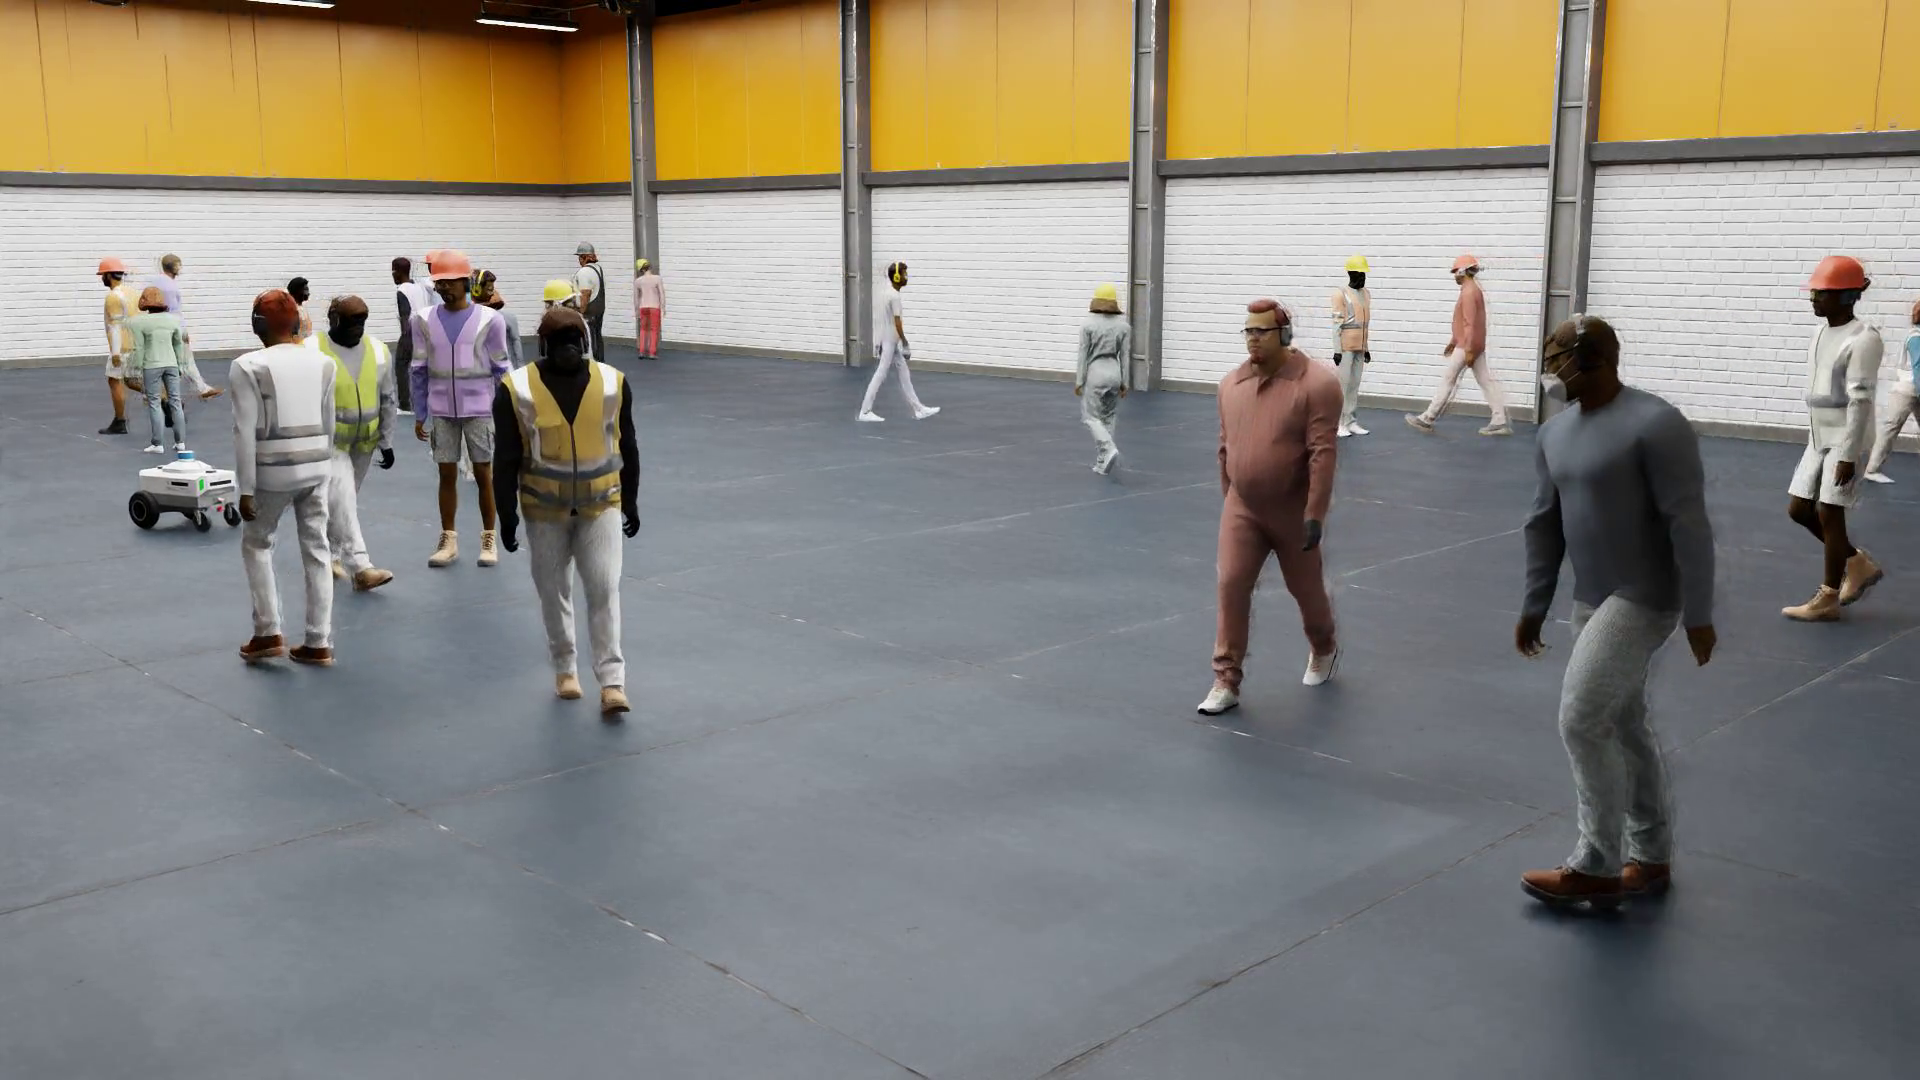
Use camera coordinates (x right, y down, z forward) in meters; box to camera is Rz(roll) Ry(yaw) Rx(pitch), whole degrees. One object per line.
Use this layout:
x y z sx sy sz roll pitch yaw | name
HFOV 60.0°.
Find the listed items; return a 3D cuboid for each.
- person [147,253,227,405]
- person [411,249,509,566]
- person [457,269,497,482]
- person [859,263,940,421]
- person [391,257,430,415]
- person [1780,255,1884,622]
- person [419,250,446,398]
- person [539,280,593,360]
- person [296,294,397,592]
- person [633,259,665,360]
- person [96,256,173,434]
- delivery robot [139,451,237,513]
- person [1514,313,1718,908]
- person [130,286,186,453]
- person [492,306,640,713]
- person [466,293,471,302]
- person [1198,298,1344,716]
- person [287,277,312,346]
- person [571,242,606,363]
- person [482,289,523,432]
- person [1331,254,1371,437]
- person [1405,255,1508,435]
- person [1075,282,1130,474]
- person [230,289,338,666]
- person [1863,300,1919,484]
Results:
-9.844 -2.648 20.981 0.986 1.890 0.652 -4 11 -22 | person
-3.211 -0.834 10.686 0.614 2.040 0.391 0 10 -1 | person
-4.208 -1.411 14.391 0.445 1.835 0.592 -5 11 -25 | person
-0.721 -2.260 19.096 0.986 1.808 0.538 -1 10 -7 | person
-6.432 -2.414 19.753 0.801 1.890 0.608 0 10 3 | person
4.834 -0.546 9.148 0.546 2.029 0.613 0 10 -1 | person
-6.809 -2.804 21.717 0.379 1.937 0.548 9 14 42 | person
-3.246 -1.245 13.675 0.981 1.765 0.602 1 10 3 | person
-3.732 -0.593 10.100 0.949 1.779 0.635 9 14 40 | person
-5.347 -3.945 28.568 0.560 1.728 0.336 2 11 10 | person
-8.893 -2.080 17.854 0.747 1.913 0.543 -1 10 -5 | person
-5.646 -0.409 12.165 0.707 0.478 0.477 6 12 26 | delivery robot
2.047 0.229 5.336 0.680 1.884 0.714 -2 11 -9 | person
-7.885 -1.671 16.369 0.280 1.633 0.500 8 13 36 | person
-1.724 -0.117 7.397 0.659 1.809 0.881 -3 11 -18 | person
-7.111 -3.028 23.702 0.864 1.655 0.528 -10 14 -43 | person
1.459 -0.177 7.616 0.633 1.861 0.983 7 13 35 | person
-7.378 -2.134 18.803 0.889 1.645 0.550 -2 11 -12 | person
-5.482 -3.344 24.377 0.539 2.000 0.689 2 11 9 | person
-4.807 -1.808 17.186 0.532 1.610 0.629 -1 10 -7 | person
4.190 -2.069 17.732 0.595 1.925 0.371 -9 14 -41 | person
5.414 -2.084 17.857 1.102 1.922 0.611 6 12 28 | person
1.288 -1.409 14.677 0.494 1.725 0.577 -4 11 -22 | person
-3.365 -0.303 8.269 0.618 1.862 0.586 9 14 39 | person
8.183 -1.240 14.113 0.875 1.587 0.532 9 14 40 | person
